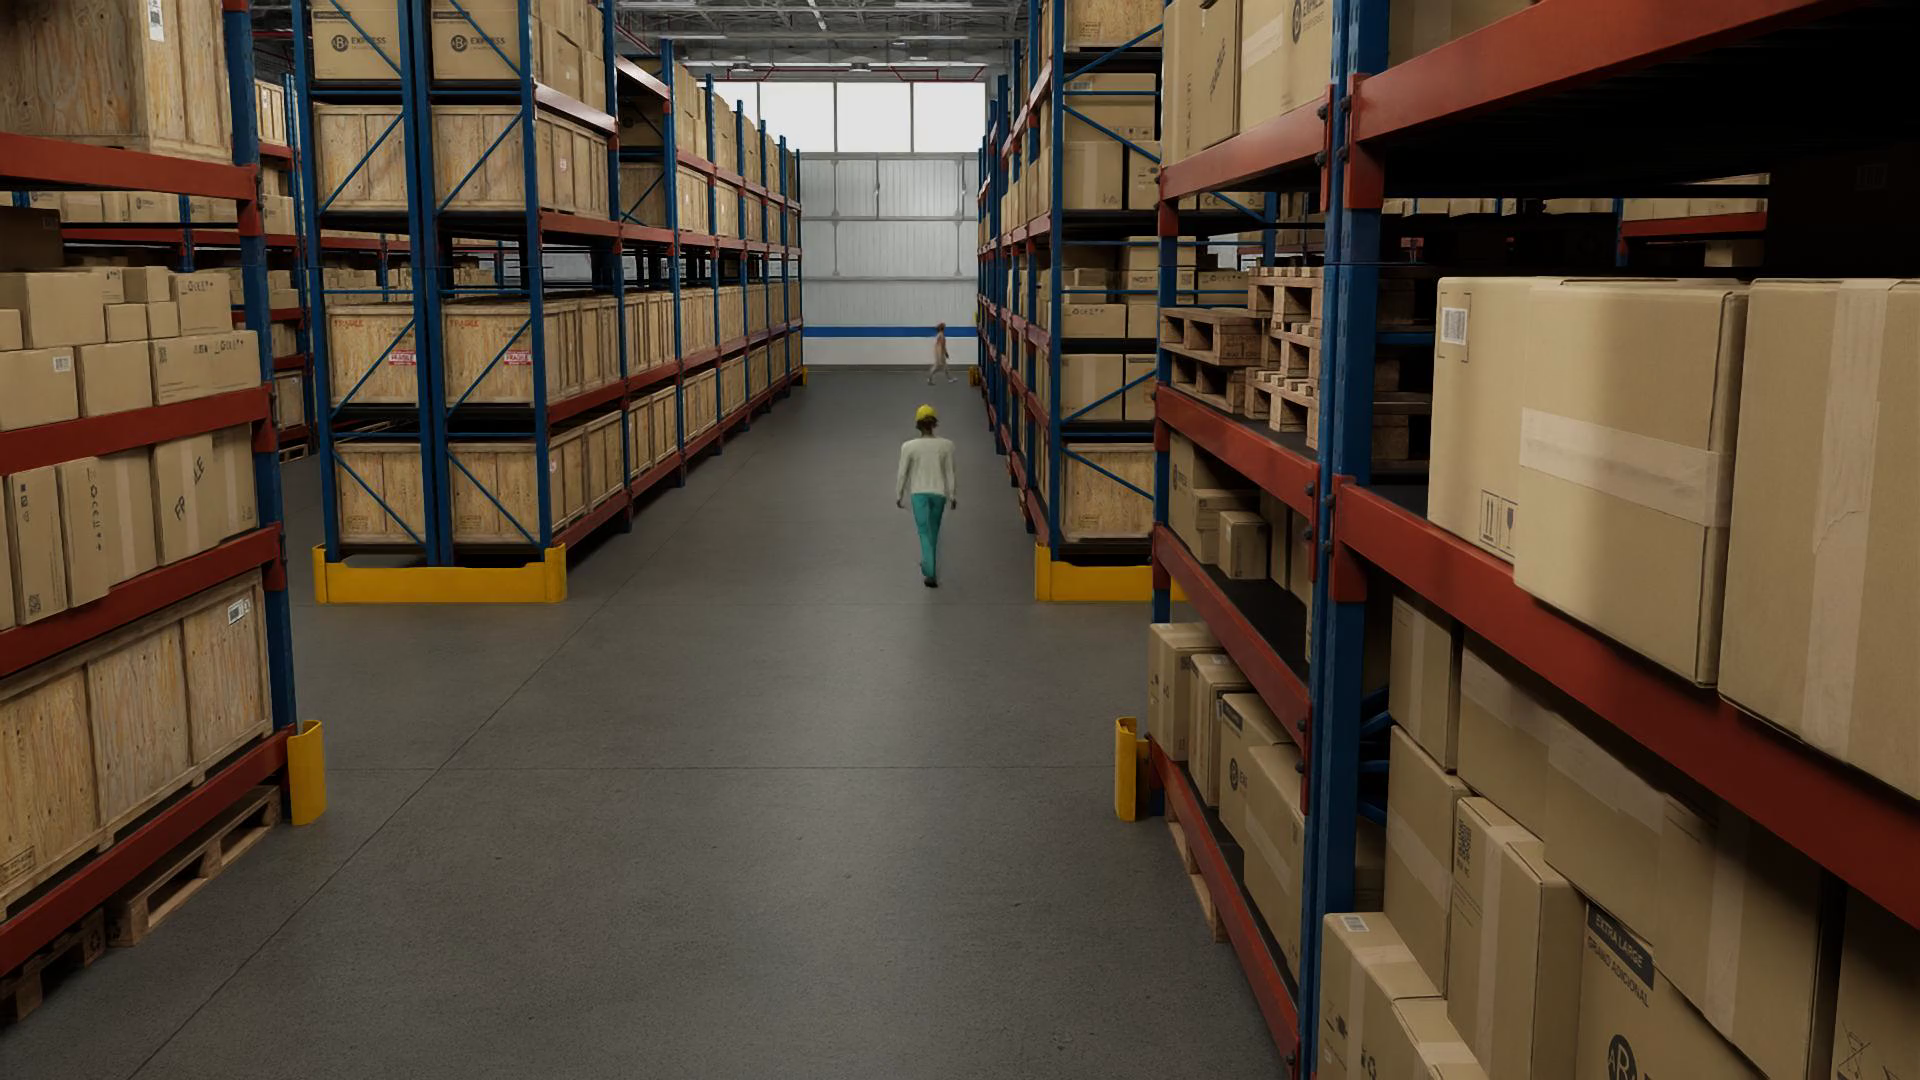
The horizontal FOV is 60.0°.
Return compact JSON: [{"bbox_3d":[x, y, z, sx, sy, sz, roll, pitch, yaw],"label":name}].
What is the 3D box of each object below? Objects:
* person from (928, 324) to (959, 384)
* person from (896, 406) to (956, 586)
[{"bbox_3d":[-0.468,-4.903,43.844,0.853,1.591,0.526,-1,9,-4],"label":"person"},{"bbox_3d":[-0.336,-0.444,16.124,0.548,1.710,0.925,-2,10,-14],"label":"person"}]
